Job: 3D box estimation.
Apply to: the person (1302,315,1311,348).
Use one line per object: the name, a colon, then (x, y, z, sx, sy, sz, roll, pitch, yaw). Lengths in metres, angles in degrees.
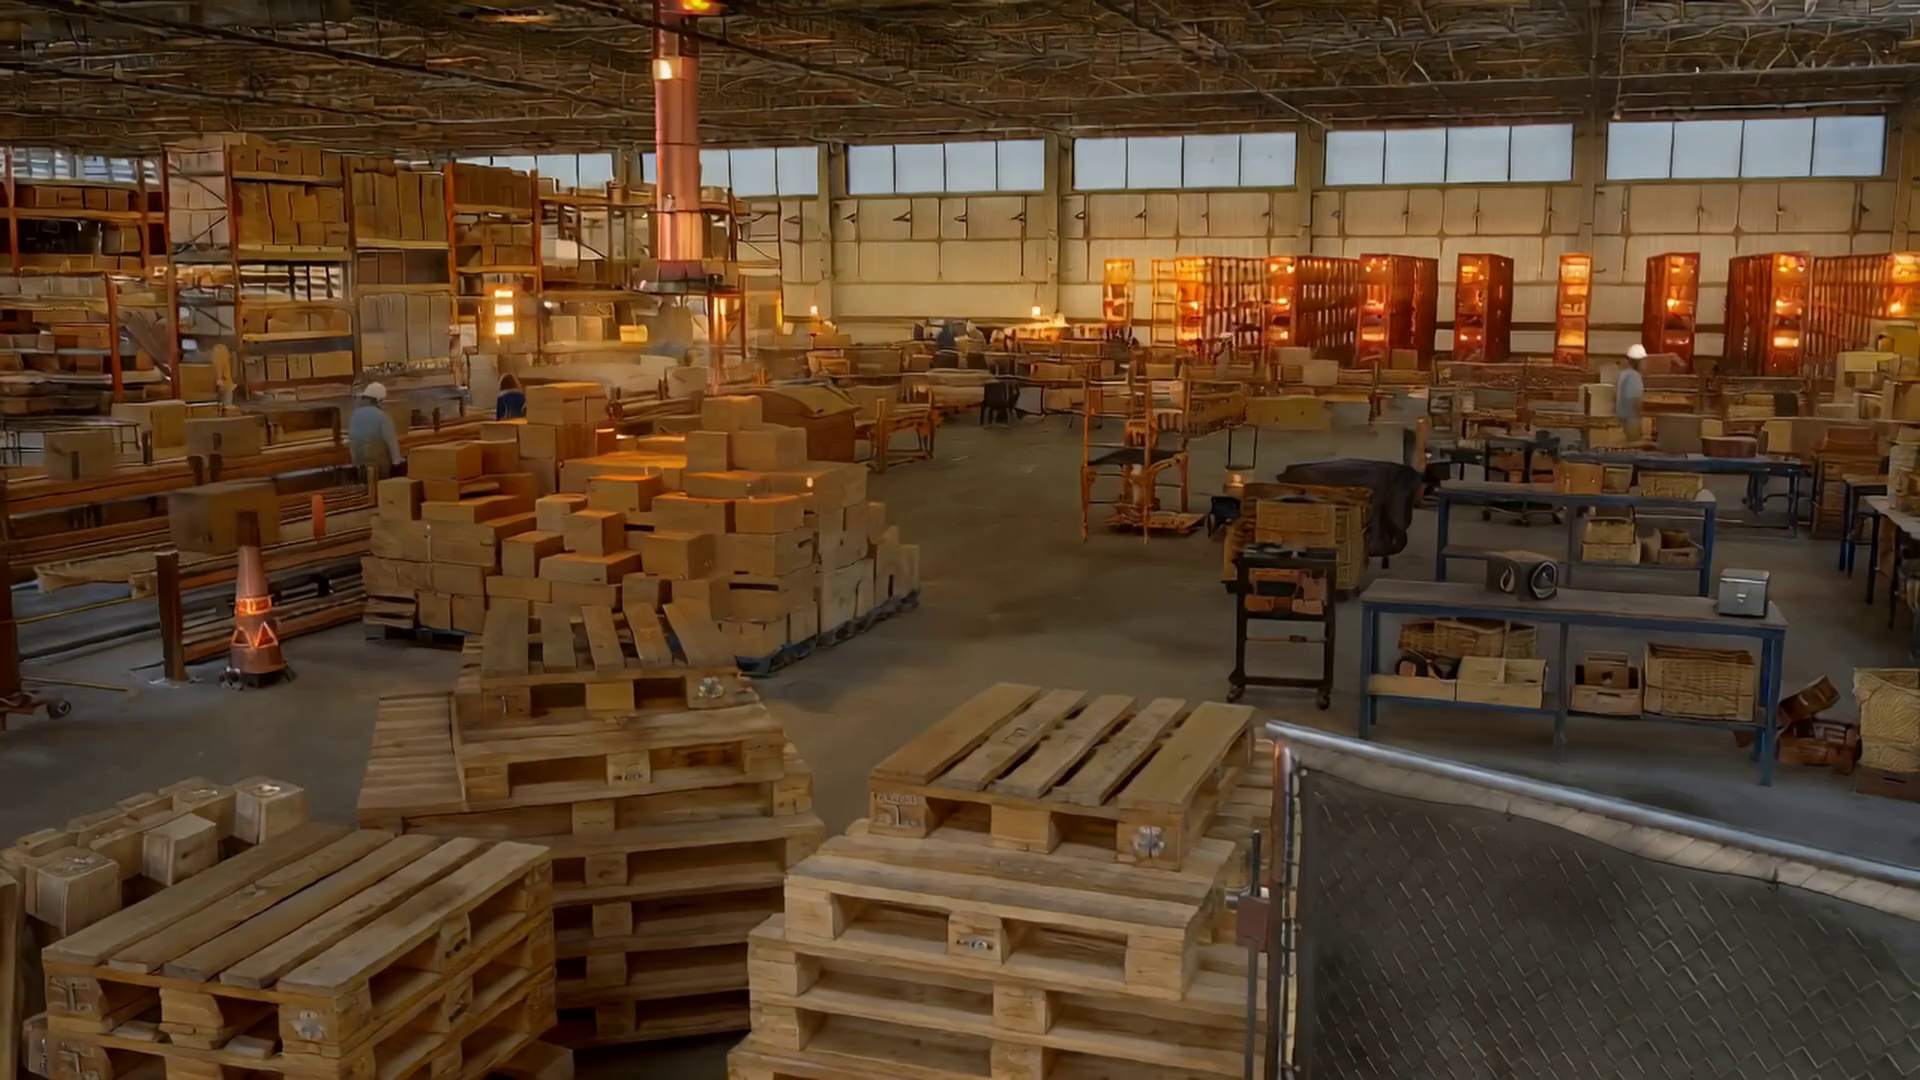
person: (11.157, -6.334, 53.193, 0.560, 1.814, 0.602, 3, 9, 17)

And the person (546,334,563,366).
person: (-9.512, -4.027, 39.157, 0.534, 1.671, 0.760, 4, 10, 23)

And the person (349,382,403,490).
person: (-6.749, -0.940, 19.397, 0.619, 1.786, 0.903, 4, 10, 25)

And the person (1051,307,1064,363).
person: (3.298, -6.962, 56.720, 0.406, 1.947, 0.607, 7, 11, 37)

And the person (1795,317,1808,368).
person: (24.351, -5.561, 48.240, 0.382, 1.845, 0.571, 3, 10, 20)

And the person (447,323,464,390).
person: (-13.435, -4.871, 44.195, 0.348, 1.756, 0.518, 4, 10, 23)

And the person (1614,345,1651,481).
person: (9.772, -1.853, 24.435, 0.858, 2.019, 0.620, 1, 9, 8)

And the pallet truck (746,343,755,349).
pallet truck: (-6.183, -4.618, 44.264, 1.601, 1.201, 0.680, -9, 12, -43)

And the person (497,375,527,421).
person: (-6.304, -1.506, 23.448, 0.280, 1.633, 0.498, 7, 11, 37)

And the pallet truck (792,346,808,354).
pallet truck: (-3.705, -4.298, 42.022, 0.653, 1.274, 1.630, 3, 10, 20)

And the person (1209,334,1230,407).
person: (5.958, -3.795, 37.556, 0.918, 1.720, 0.541, 1, 9, 5)

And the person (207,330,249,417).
person: (-15.694, -3.503, 35.221, 0.946, 1.893, 0.547, -5, 10, -29)

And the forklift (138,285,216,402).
forklift: (-17.480, -4.200, 36.461, 1.873, 2.768, 1.129, 3, 10, 19)

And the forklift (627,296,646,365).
forklift: (-8.853, -6.090, 48.329, 1.129, 2.768, 1.873, -7, 11, -36)

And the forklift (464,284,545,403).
forklift: (-10.832, -4.702, 39.610, 1.129, 2.768, 1.873, 3, 10, 20)
